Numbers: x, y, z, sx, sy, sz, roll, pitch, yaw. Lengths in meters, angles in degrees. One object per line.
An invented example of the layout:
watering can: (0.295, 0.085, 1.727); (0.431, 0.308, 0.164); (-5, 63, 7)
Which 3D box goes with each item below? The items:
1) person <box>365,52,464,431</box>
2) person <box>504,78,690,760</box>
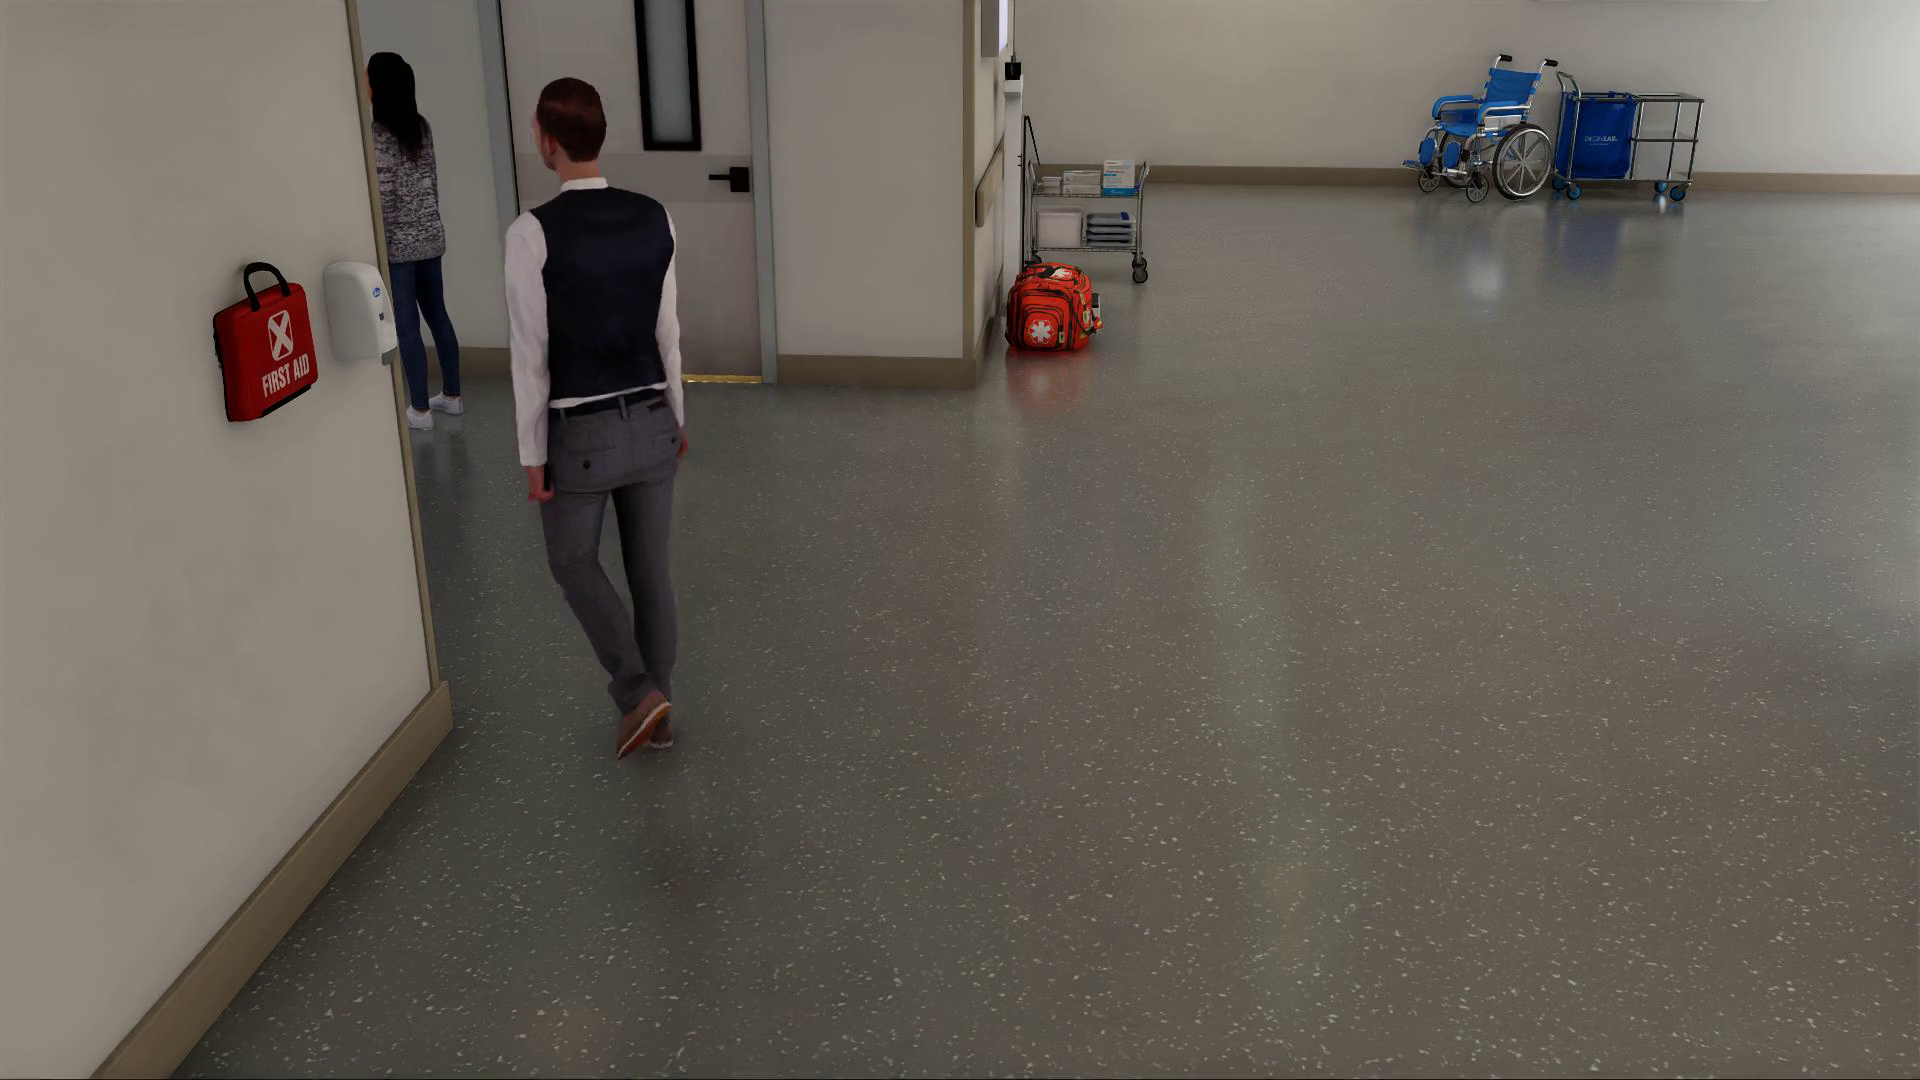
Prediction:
person: (-2.592, -1.401, 7.822); (0.721, 1.733, 0.549); (7, 22, 19)
person: (-0.924, -0.259, 4.542); (0.921, 1.921, 0.990); (-12, 24, -29)
